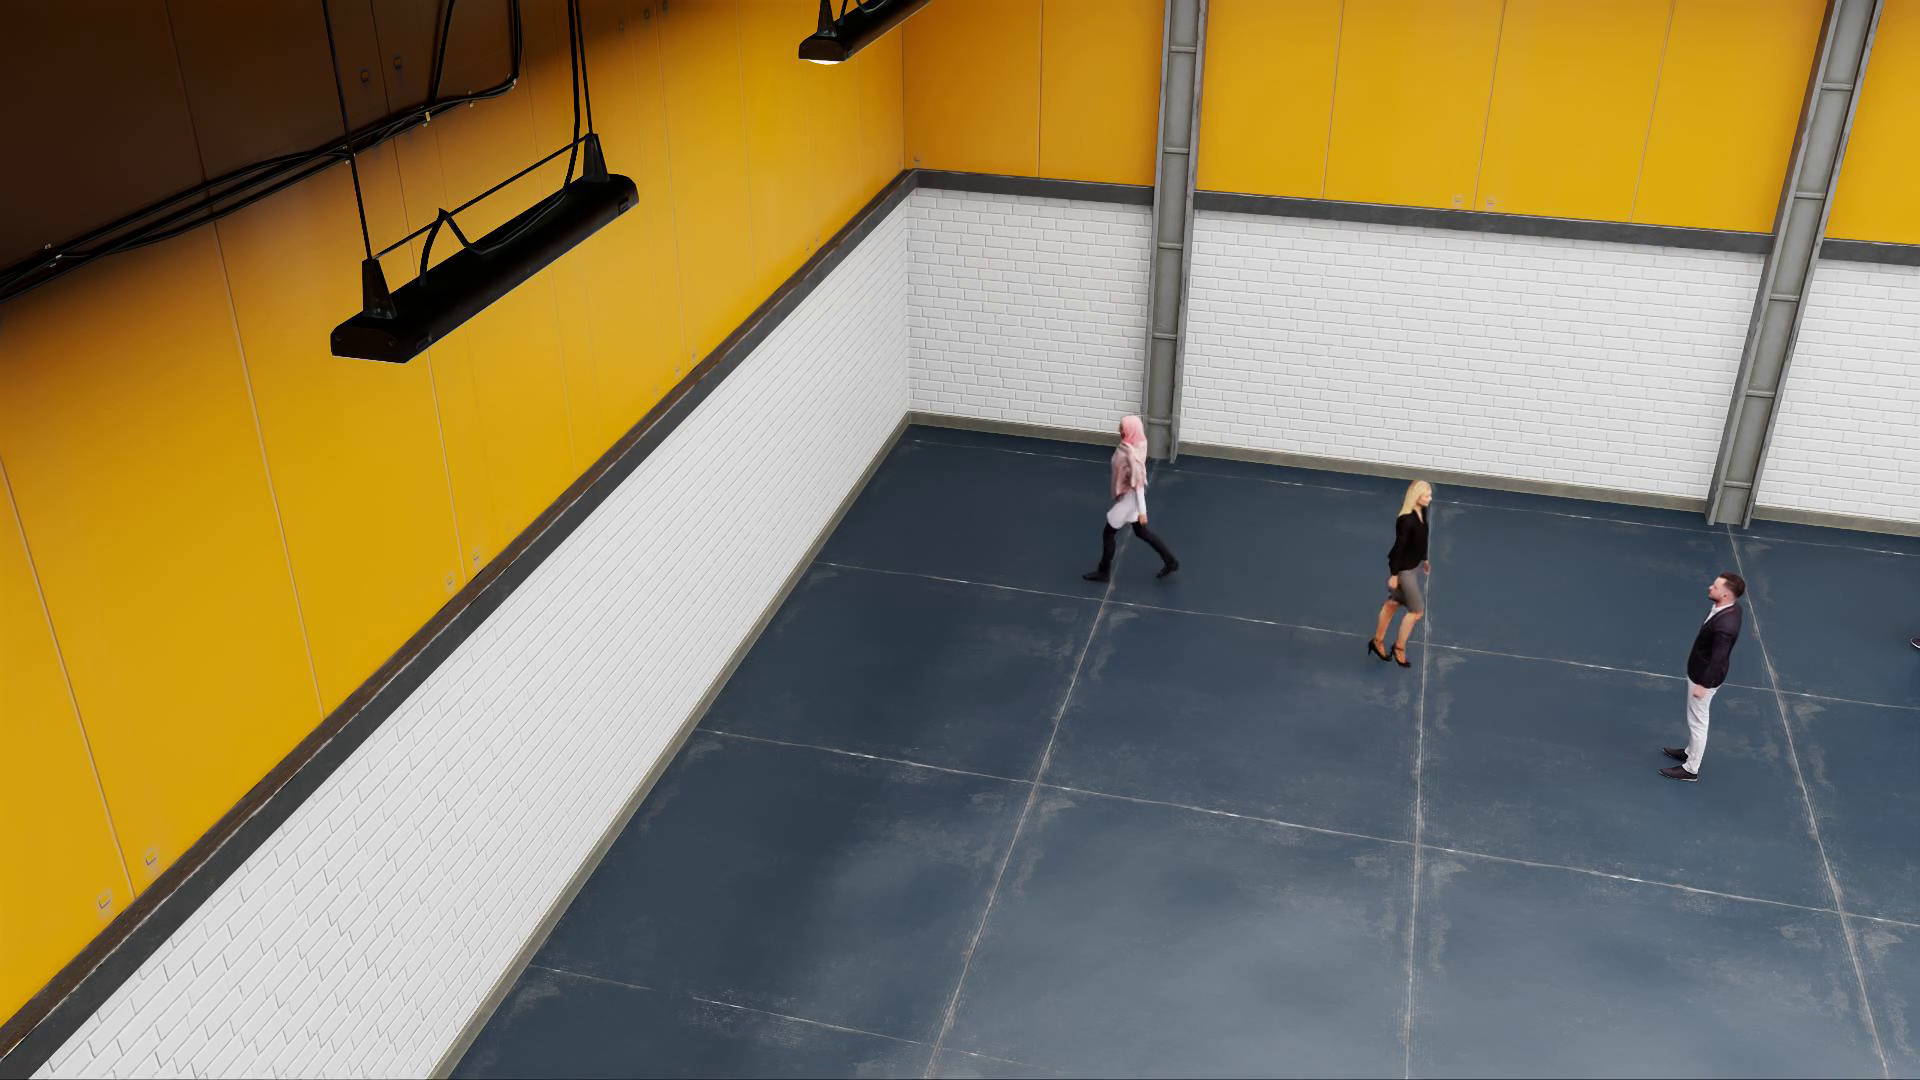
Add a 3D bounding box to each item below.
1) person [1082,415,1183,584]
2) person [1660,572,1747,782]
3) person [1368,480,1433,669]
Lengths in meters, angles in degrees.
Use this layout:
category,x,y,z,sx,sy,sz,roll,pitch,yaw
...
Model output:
category,x,y,z,sx,sy,sz,roll,pitch,yaw
person,1.723,-0.340,15.851,1.235,1.759,0.790,3,29,6
person,5.934,1.070,13.176,0.637,1.845,0.704,14,32,24
person,3.817,0.281,14.642,0.731,1.826,0.672,13,31,22
